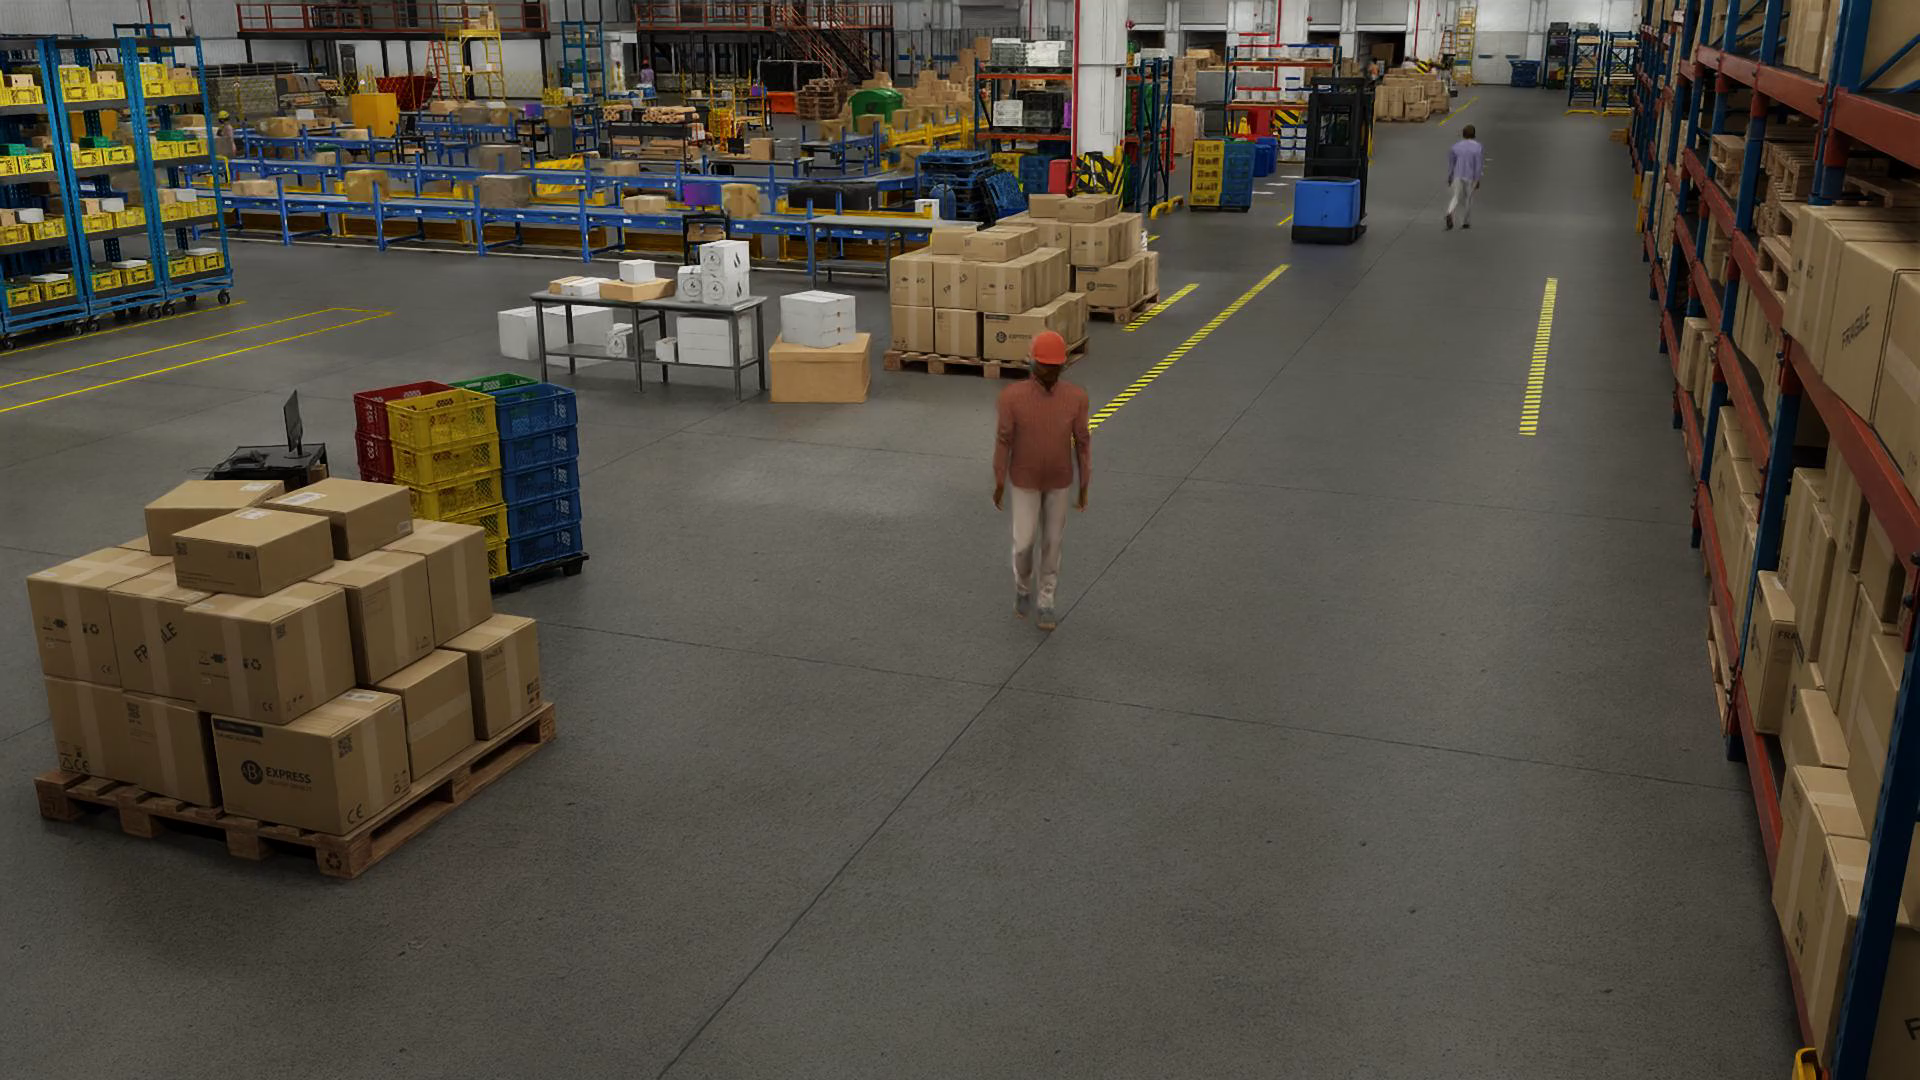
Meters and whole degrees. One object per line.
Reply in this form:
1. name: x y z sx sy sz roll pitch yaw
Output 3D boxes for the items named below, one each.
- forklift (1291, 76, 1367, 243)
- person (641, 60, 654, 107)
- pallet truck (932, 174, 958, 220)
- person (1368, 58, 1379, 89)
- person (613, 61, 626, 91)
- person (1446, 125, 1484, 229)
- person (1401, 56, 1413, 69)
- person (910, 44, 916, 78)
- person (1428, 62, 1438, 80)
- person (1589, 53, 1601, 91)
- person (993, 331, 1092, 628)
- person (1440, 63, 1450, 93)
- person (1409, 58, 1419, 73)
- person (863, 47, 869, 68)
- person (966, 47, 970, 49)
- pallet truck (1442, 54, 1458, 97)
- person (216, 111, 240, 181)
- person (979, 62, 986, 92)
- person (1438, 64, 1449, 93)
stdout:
1. forklift: 6.598 -6.755 29.381 1.129 2.768 1.873 6 19 19
2. person: -12.557 -18.215 66.764 0.407 2.036 0.612 14 23 38
3. pallet truck: -0.507 -5.292 27.348 0.653 1.274 1.630 6 19 19
4. person: 20.866 -23.515 83.997 0.533 1.669 0.704 -11 21 -32
5. person: -14.612 -19.605 71.388 0.446 1.870 0.602 10 20 29
6. person: 9.315 -6.701 30.777 0.633 1.919 0.738 12 21 34
7. person: 21.353 -22.203 79.611 0.631 1.839 0.428 -3 18 -10
8. person: -2.863 -29.044 100.868 0.393 1.985 0.611 -2 18 -6
9. person: 20.082 -19.314 70.525 1.107 1.852 0.634 7 19 21
10. person: 31.660 -23.316 82.987 0.589 1.909 0.410 6 19 19
11. person: 0.544 -0.380 10.804 0.646 1.980 0.434 -3 18 -9
12. person: 20.096 -18.788 68.841 0.332 1.865 0.520 -10 20 -29
13. person: 20.234 -20.572 74.374 0.689 1.905 0.462 -16 24 -41
14. person: -5.714 -28.749 100.172 0.429 1.841 0.633 7 19 21
15. person: 0.511 -27.593 96.417 0.381 1.918 0.585 15 23 39
16. pallet truck: 22.765 -21.886 78.355 0.823 1.965 1.885 -4 18 -14
17. person: -16.584 -8.822 37.688 0.330 1.765 0.533 -11 21 -31
18. person: 0.836 -17.940 65.961 0.381 1.994 0.619 -2 18 -7
19. person: 21.136 -19.924 72.685 0.511 1.691 0.919 -11 21 -32
